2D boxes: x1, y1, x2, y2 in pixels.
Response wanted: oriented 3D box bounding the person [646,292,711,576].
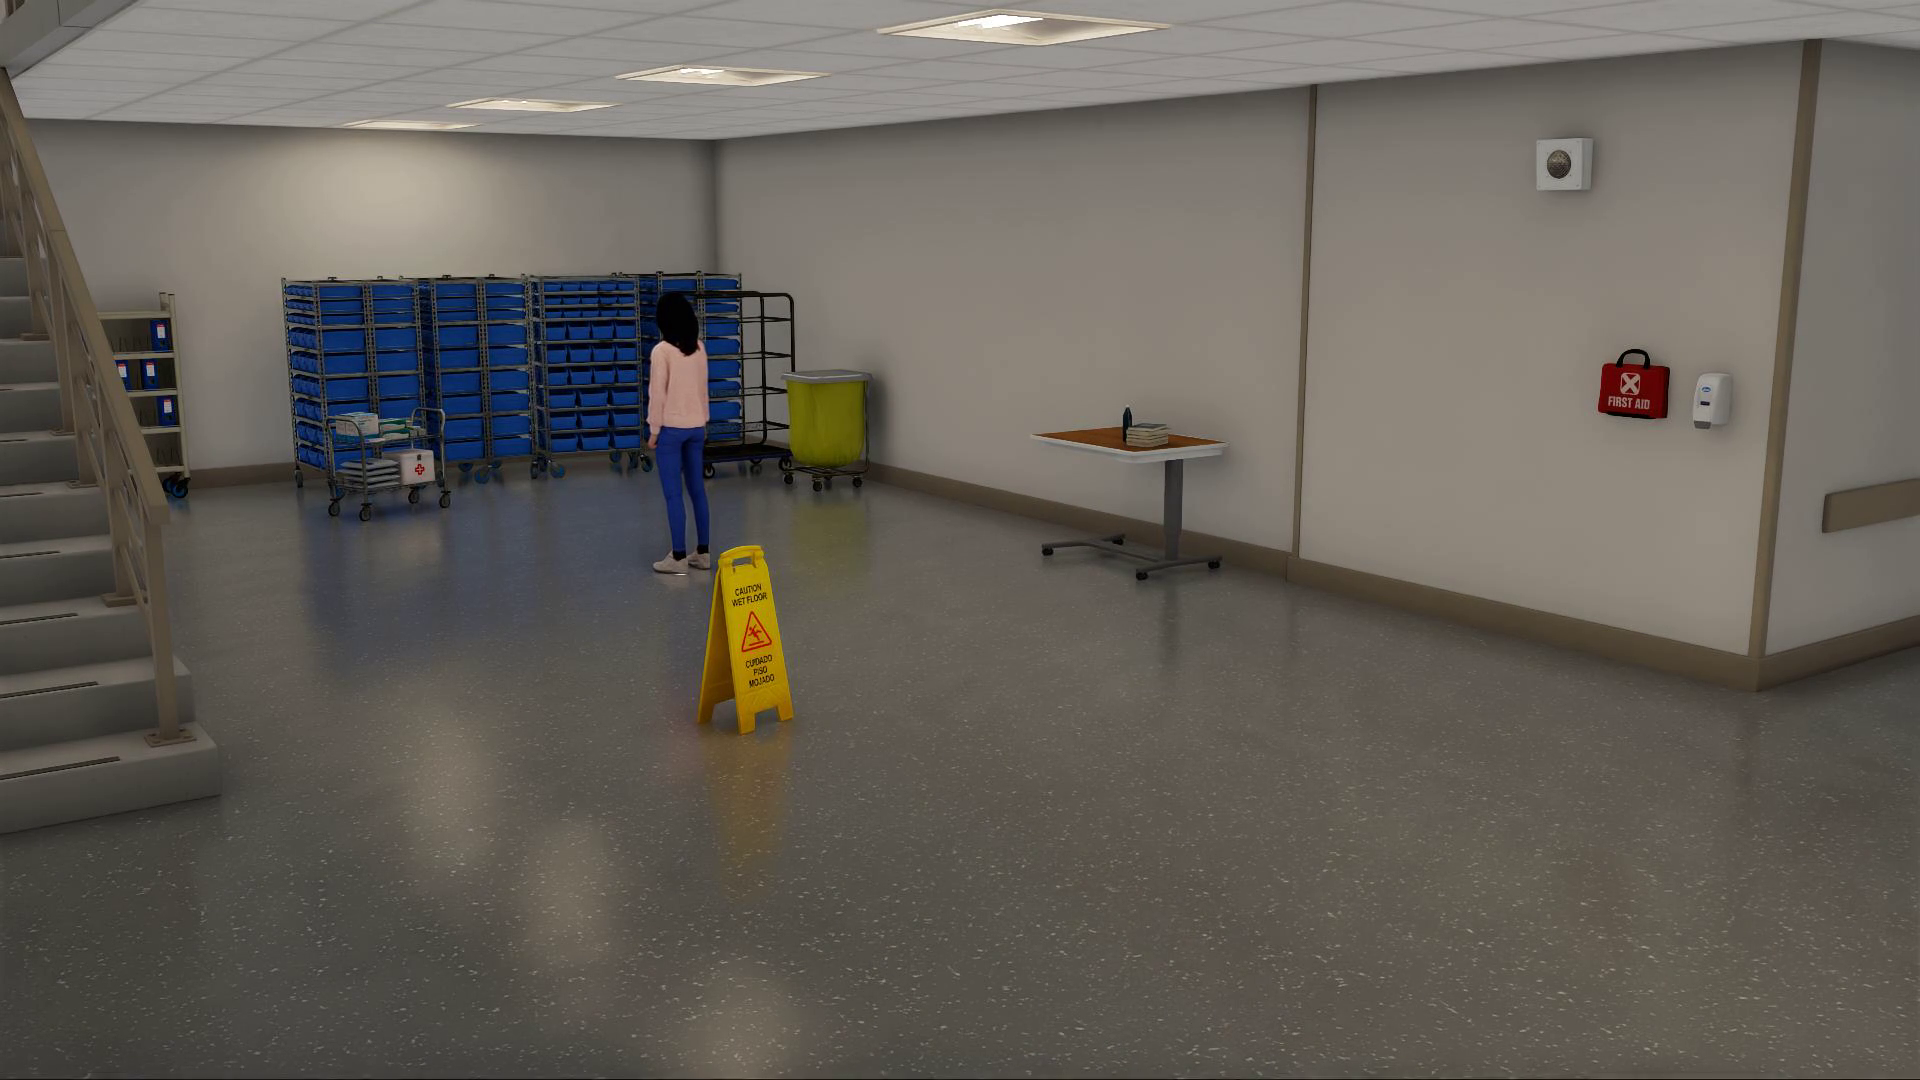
[{"bbox_3d":[-1.768,-0.679,10.507,0.643,1.768,0.707,9,14,38],"label":"person"}]
